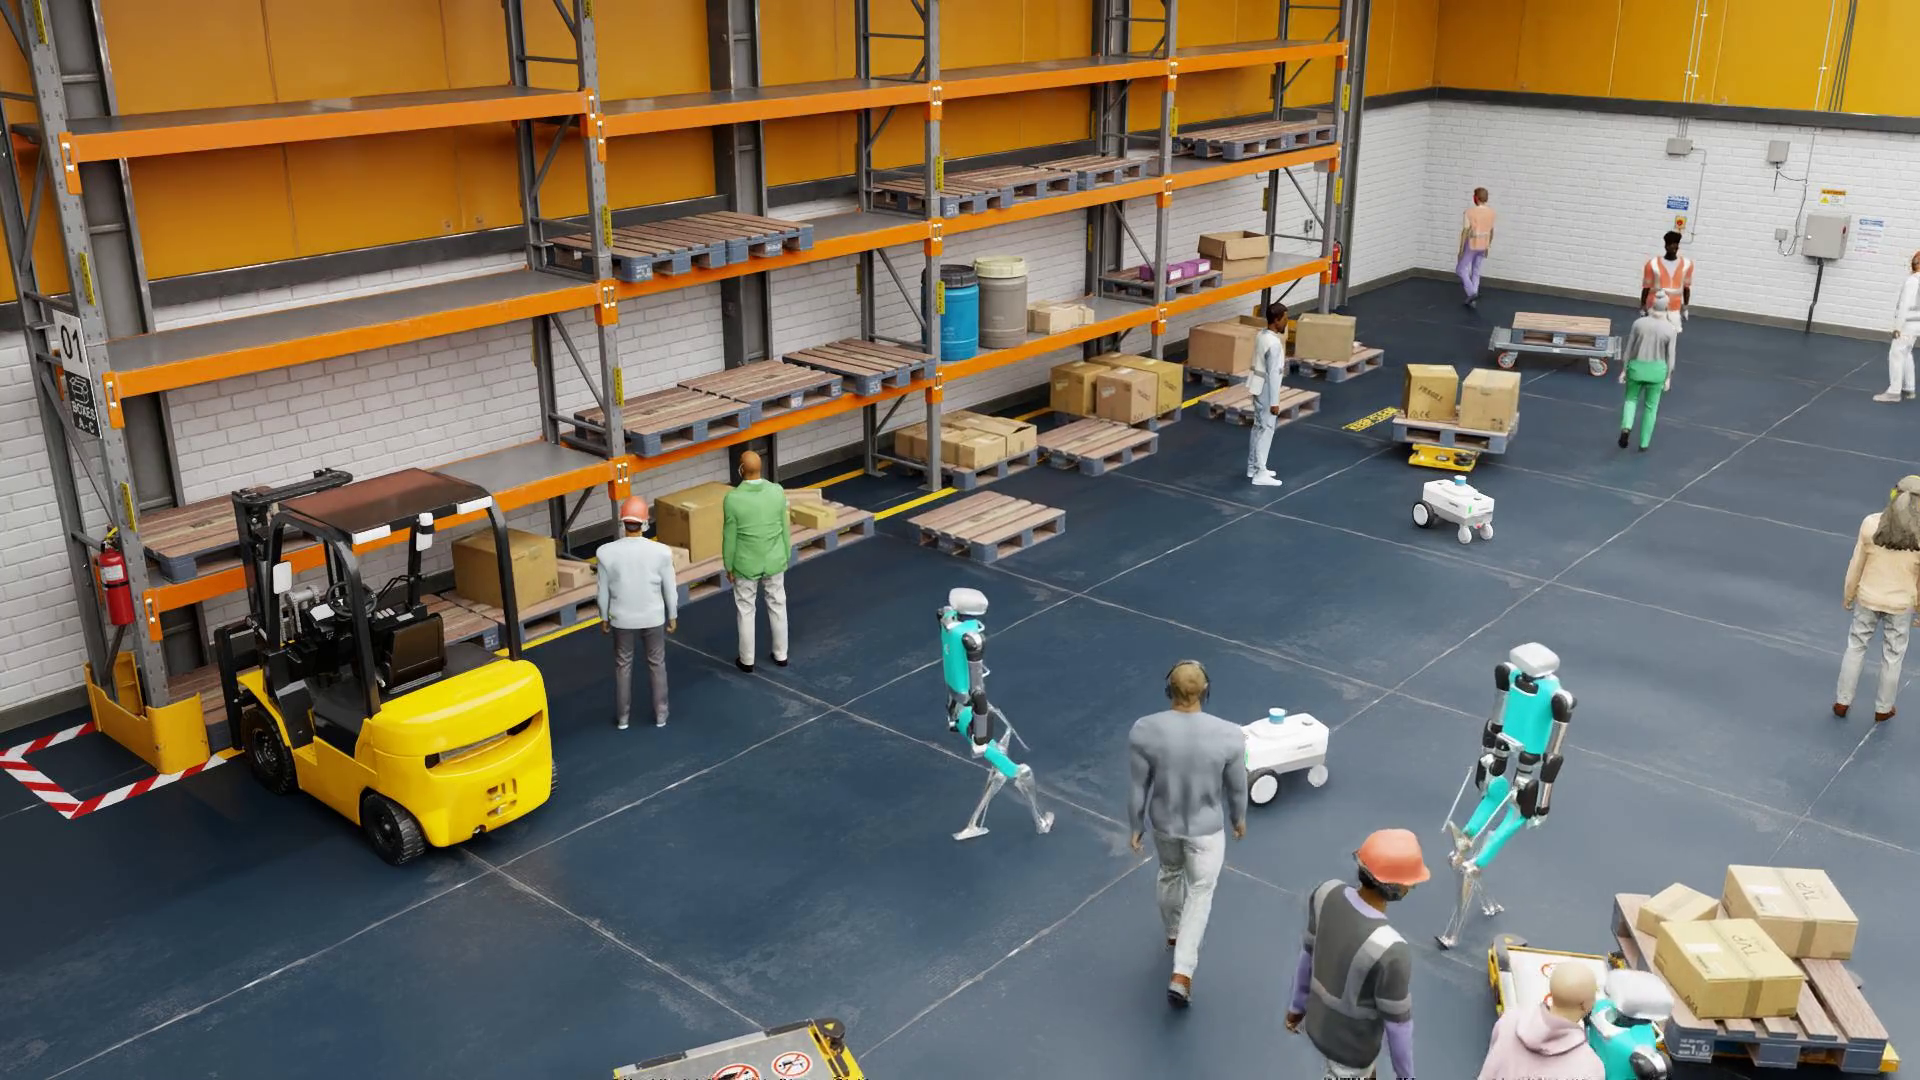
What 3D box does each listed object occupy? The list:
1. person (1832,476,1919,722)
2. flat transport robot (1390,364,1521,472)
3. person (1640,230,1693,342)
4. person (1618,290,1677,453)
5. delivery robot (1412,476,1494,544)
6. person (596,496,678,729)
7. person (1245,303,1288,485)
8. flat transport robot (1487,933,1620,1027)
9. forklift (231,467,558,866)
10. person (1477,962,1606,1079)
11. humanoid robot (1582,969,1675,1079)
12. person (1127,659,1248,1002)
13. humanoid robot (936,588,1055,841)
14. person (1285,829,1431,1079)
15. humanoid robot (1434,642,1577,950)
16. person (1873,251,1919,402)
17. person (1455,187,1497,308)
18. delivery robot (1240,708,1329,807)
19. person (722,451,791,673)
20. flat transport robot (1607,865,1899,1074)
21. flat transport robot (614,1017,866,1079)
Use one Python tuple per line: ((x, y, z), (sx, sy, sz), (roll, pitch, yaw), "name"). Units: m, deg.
((6.725, 0.435, 12.062), (0.578, 1.872, 0.422), (15, 25, 34), "person")
((5.465, -1.060, 18.424), (0.659, 0.231, 1.431), (10, 22, 25), "flat transport robot")
((9.008, -3.011, 21.291), (0.616, 1.937, 0.642), (2, 20, 4), "person")
((7.547, -1.843, 18.283), (0.560, 1.829, 0.502), (11, 23, 27), "person")
((4.779, -0.318, 16.022), (0.499, 0.609, 0.813), (-9, 22, -24), "delivery robot")
((-2.319, 0.523, 12.008), (0.575, 1.737, 0.351), (-2, 20, -6), "person")
((3.183, -1.526, 17.317), (0.384, 1.913, 0.598), (-1, 20, -3), "person")
((3.150, 2.551, 8.638), (0.659, 0.231, 1.431), (4, 21, 11), "flat transport robot")
((-3.730, 0.710, 10.856), (2.313, 2.155, 1.214), (17, 26, 38), "forklift")
((2.339, 2.487, 6.720), (0.788, 1.733, 0.554), (-10, 23, -26), "person")
((2.828, 2.499, 6.671), (0.791, 1.791, 0.532), (-3, 20, -8), "humanoid robot")
((1.224, 1.539, 9.025), (0.635, 1.911, 0.860), (7, 22, 19), "person")
((0.286, 1.127, 10.472), (0.866, 1.843, 0.553), (-8, 22, -21), "humanoid robot")
((1.808, 2.134, 7.277), (0.979, 1.994, 0.650), (-6, 21, -16), "person")
((2.957, 1.509, 9.459), (0.842, 1.844, 0.550), (-11, 23, -27), "humanoid robot")
((11.610, -2.600, 20.306), (0.621, 1.865, 0.406), (-16, 26, -37), "person")
((7.834, -4.447, 25.334), (0.582, 1.828, 0.459), (-6, 21, -17), "person")
((2.102, 1.443, 11.255), (0.803, 0.613, 0.499), (-9, 22, -22), "delivery robot")
((-1.573, 0.172, 12.918), (0.548, 1.778, 0.387), (-8, 22, -20), "person")
((4.086, 2.495, 8.791), (1.431, 0.231, 0.659), (2, 20, 6), "flat transport robot")
((-1.163, 2.746, 8.110), (1.431, 0.231, 0.659), (-9, 22, -22), "flat transport robot")
